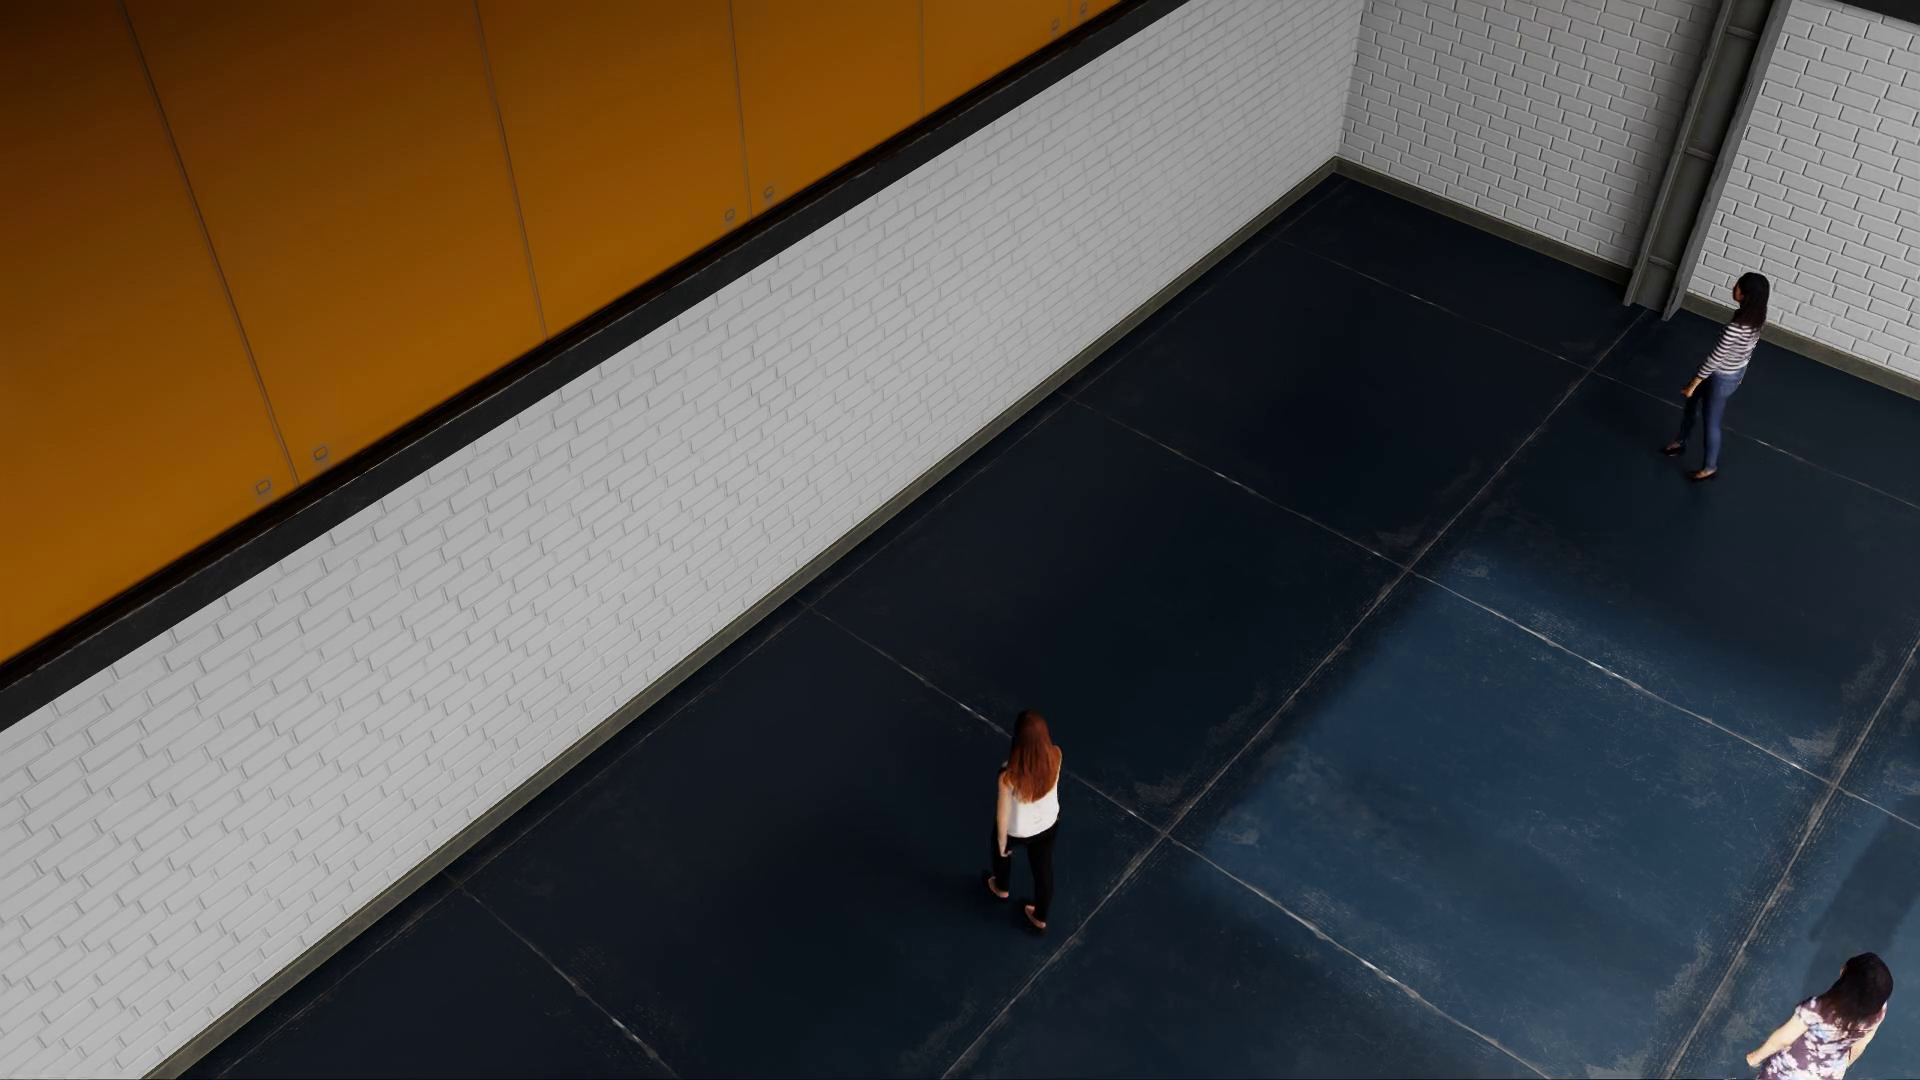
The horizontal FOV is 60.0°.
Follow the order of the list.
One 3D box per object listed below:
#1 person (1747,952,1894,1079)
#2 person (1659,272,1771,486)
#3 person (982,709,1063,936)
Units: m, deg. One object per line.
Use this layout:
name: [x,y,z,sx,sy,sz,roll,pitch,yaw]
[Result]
person: [4.100,2.612,8.034,0.985,1.711,1.104,-8,44,-8]
person: [5.514,-1.082,11.866,0.743,1.775,0.652,35,53,31]
person: [0.412,1.608,9.092,0.752,1.705,0.849,-15,46,-15]
